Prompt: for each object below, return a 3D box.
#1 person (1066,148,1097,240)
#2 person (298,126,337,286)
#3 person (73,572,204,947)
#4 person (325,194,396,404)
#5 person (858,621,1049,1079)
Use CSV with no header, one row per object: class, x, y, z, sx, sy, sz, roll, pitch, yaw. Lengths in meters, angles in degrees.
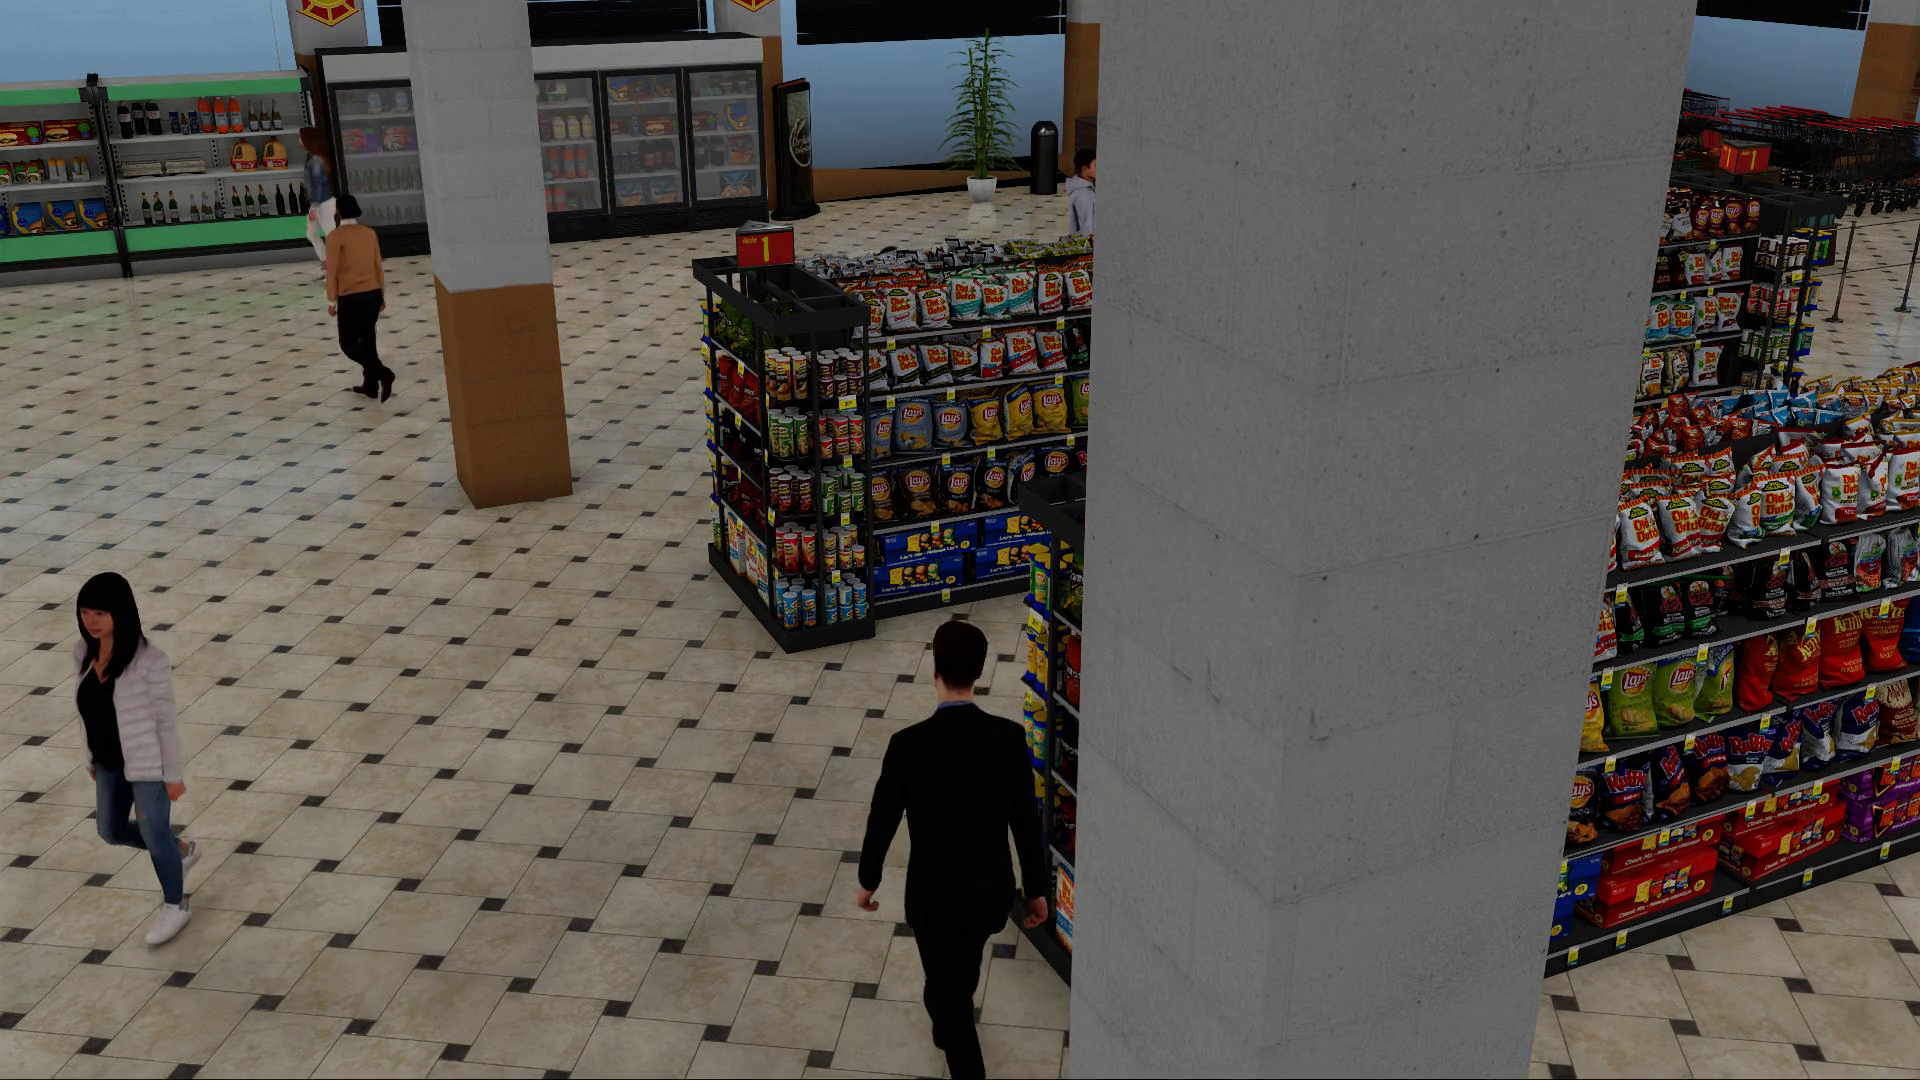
person,1.103,-2.570,15.031,0.759,1.930,0.774,0,22,1
person,-6.759,-3.587,17.883,0.610,1.691,0.632,-9,24,-22
person,-3.365,0.866,6.886,0.807,1.626,0.867,6,23,14
person,-4.949,-1.972,13.803,1.012,1.736,1.010,13,25,30
person,0.022,1.253,5.660,1.168,1.824,0.899,-9,23,-21
